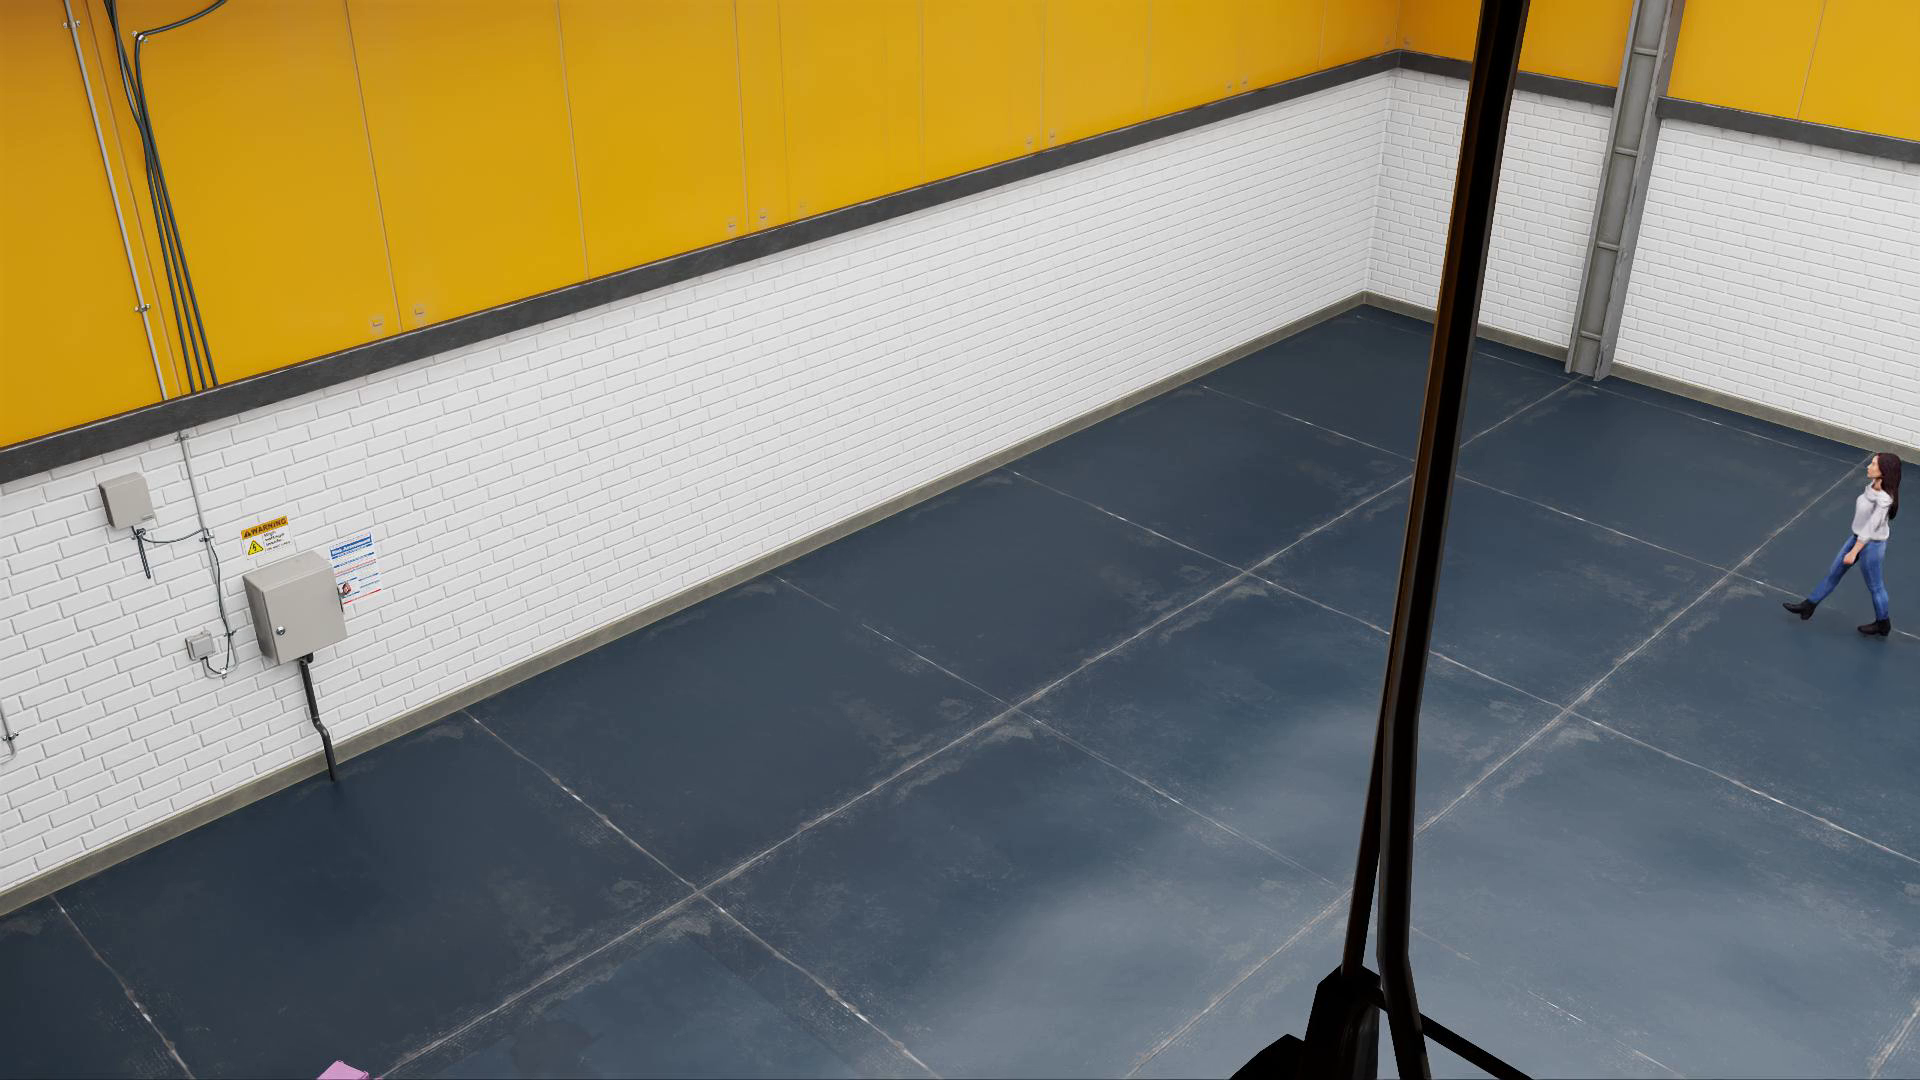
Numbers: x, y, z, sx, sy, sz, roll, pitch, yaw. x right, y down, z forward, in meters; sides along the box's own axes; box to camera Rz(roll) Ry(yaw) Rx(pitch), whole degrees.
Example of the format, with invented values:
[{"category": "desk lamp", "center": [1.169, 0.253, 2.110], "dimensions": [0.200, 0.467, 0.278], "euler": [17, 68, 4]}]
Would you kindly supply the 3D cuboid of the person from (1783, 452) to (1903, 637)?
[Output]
[{"category": "person", "center": [7.316, 0.084, 13.249], "dimensions": [1.133, 1.579, 0.914], "euler": [9, 30, 16]}]
